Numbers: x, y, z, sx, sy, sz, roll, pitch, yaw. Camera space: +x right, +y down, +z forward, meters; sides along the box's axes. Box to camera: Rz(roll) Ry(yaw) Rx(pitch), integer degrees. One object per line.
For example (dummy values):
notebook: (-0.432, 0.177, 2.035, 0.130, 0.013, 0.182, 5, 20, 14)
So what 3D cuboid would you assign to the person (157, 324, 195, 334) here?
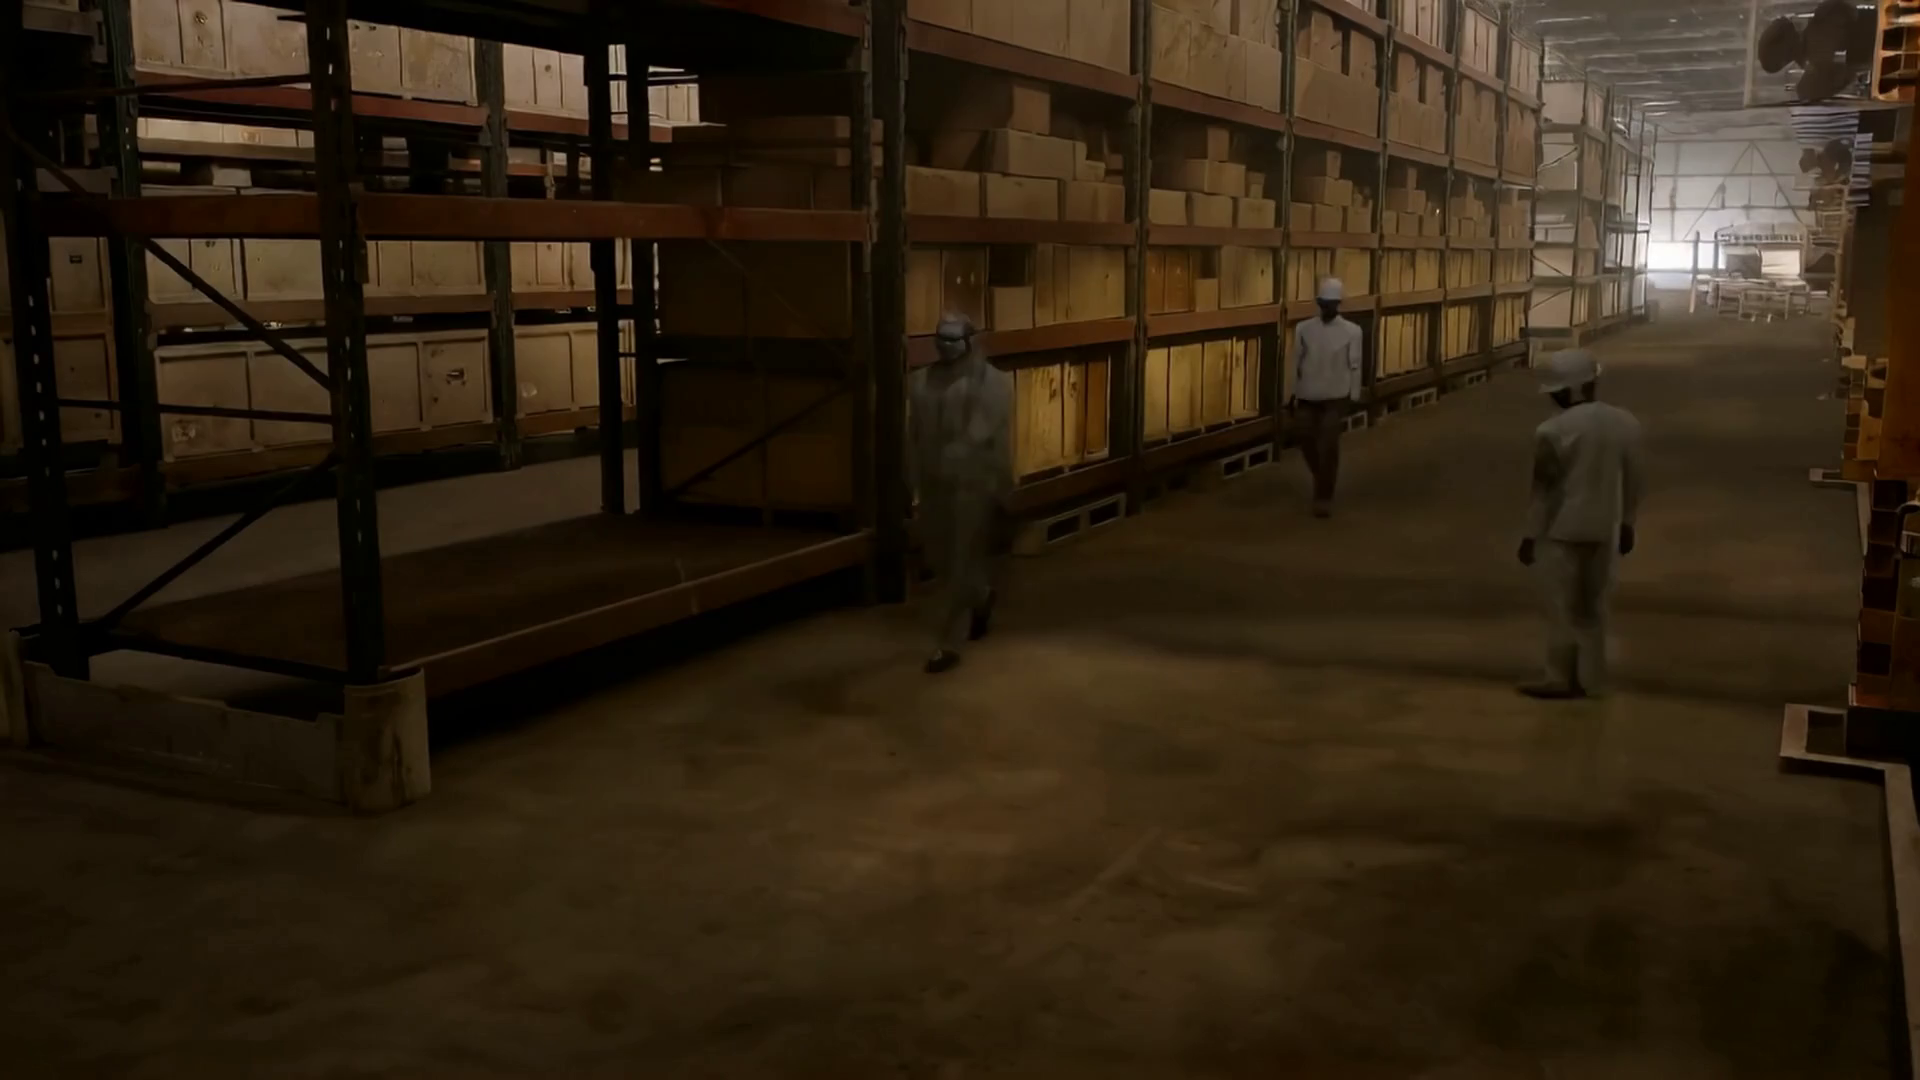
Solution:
person: (-8.214, -1.695, 17.485, 0.498, 1.726, 0.413, 4, 10, 21)

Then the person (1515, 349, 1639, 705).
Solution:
person: (2.989, -0.053, 8.030, 0.641, 1.717, 0.360, -2, 10, -14)

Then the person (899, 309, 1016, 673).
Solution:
person: (-0.001, -0.287, 8.870, 0.650, 1.883, 0.793, 7, 12, 33)

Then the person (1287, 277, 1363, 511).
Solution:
person: (3.135, -1.253, 14.215, 0.634, 1.973, 0.581, 5, 11, 29)

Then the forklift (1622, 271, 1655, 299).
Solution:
forklift: (25.554, -10.223, 63.532, 1.873, 2.768, 1.129, 5, 11, 27)
